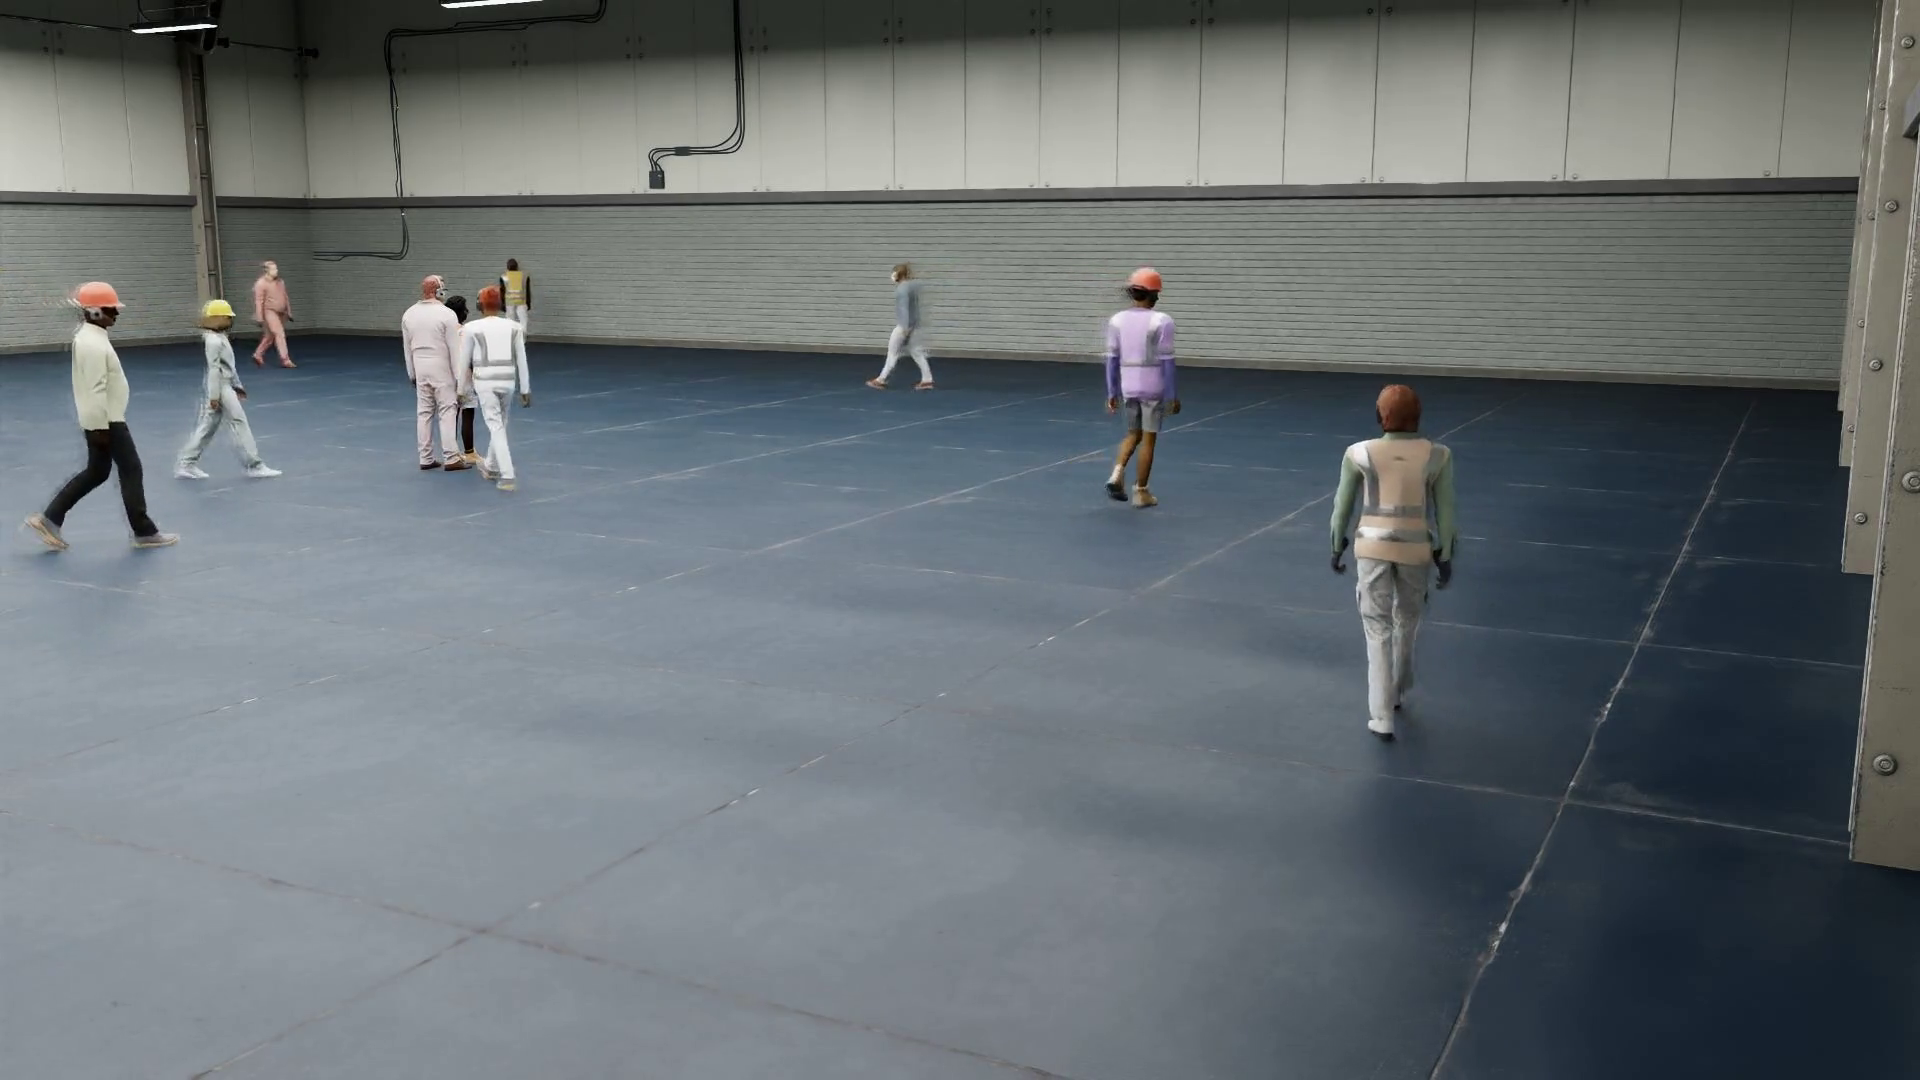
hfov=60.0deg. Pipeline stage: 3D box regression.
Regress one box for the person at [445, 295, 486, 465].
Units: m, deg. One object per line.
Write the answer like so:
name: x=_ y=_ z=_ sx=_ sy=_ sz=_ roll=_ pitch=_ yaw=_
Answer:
person: x=-4.996 y=-1.593 z=16.663 sx=0.535 sy=1.700 sz=0.318 roll=7 pitch=13 yaw=35

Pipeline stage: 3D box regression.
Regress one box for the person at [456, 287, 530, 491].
person: x=-4.297 y=-1.391 z=15.232 sx=0.603 sy=1.823 sz=1.011 roll=-9 pitch=13 yaw=-39

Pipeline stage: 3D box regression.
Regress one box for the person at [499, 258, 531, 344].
person: x=-9.188 y=-4.908 z=34.385 sx=0.635 sy=1.823 sz=0.698 roll=-4 pitch=11 yaw=-21

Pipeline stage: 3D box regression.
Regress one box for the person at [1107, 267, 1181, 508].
person: x=1.540 y=-1.264 z=13.973 sx=0.616 sy=2.028 sz=0.465 roll=9 pitch=14 yaw=41

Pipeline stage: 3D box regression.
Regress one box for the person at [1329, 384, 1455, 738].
person: x=2.013 y=0.074 z=7.811 sx=0.539 sy=1.600 sz=0.804 roll=1 pitch=10 yaw=5

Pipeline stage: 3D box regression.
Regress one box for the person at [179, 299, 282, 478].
person: x=-6.987 y=-1.421 z=15.714 sx=0.891 sy=1.702 sz=0.487 roll=-4 pitch=11 yaw=-21

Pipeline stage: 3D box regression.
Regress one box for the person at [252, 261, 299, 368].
person: x=-11.990 y=-3.920 z=28.922 sx=0.977 sy=1.861 sz=0.632 roll=2 pitch=11 yaw=12

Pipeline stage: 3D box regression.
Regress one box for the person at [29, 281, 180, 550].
person: x=-6.287 y=-0.888 z=12.084 sx=0.899 sy=1.970 sz=0.608 roll=-7 pitch=13 yaw=-35

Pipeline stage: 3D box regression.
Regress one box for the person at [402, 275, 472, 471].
person: x=-5.113 y=-1.630 z=16.302 sx=0.652 sy=1.906 sz=0.403 roll=4 pitch=11 yaw=22

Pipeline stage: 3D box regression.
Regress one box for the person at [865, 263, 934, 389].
person: x=-0.864 y=-3.176 z=24.806 sx=1.043 sy=1.880 sz=0.654 roll=1 pitch=10 yaw=6
